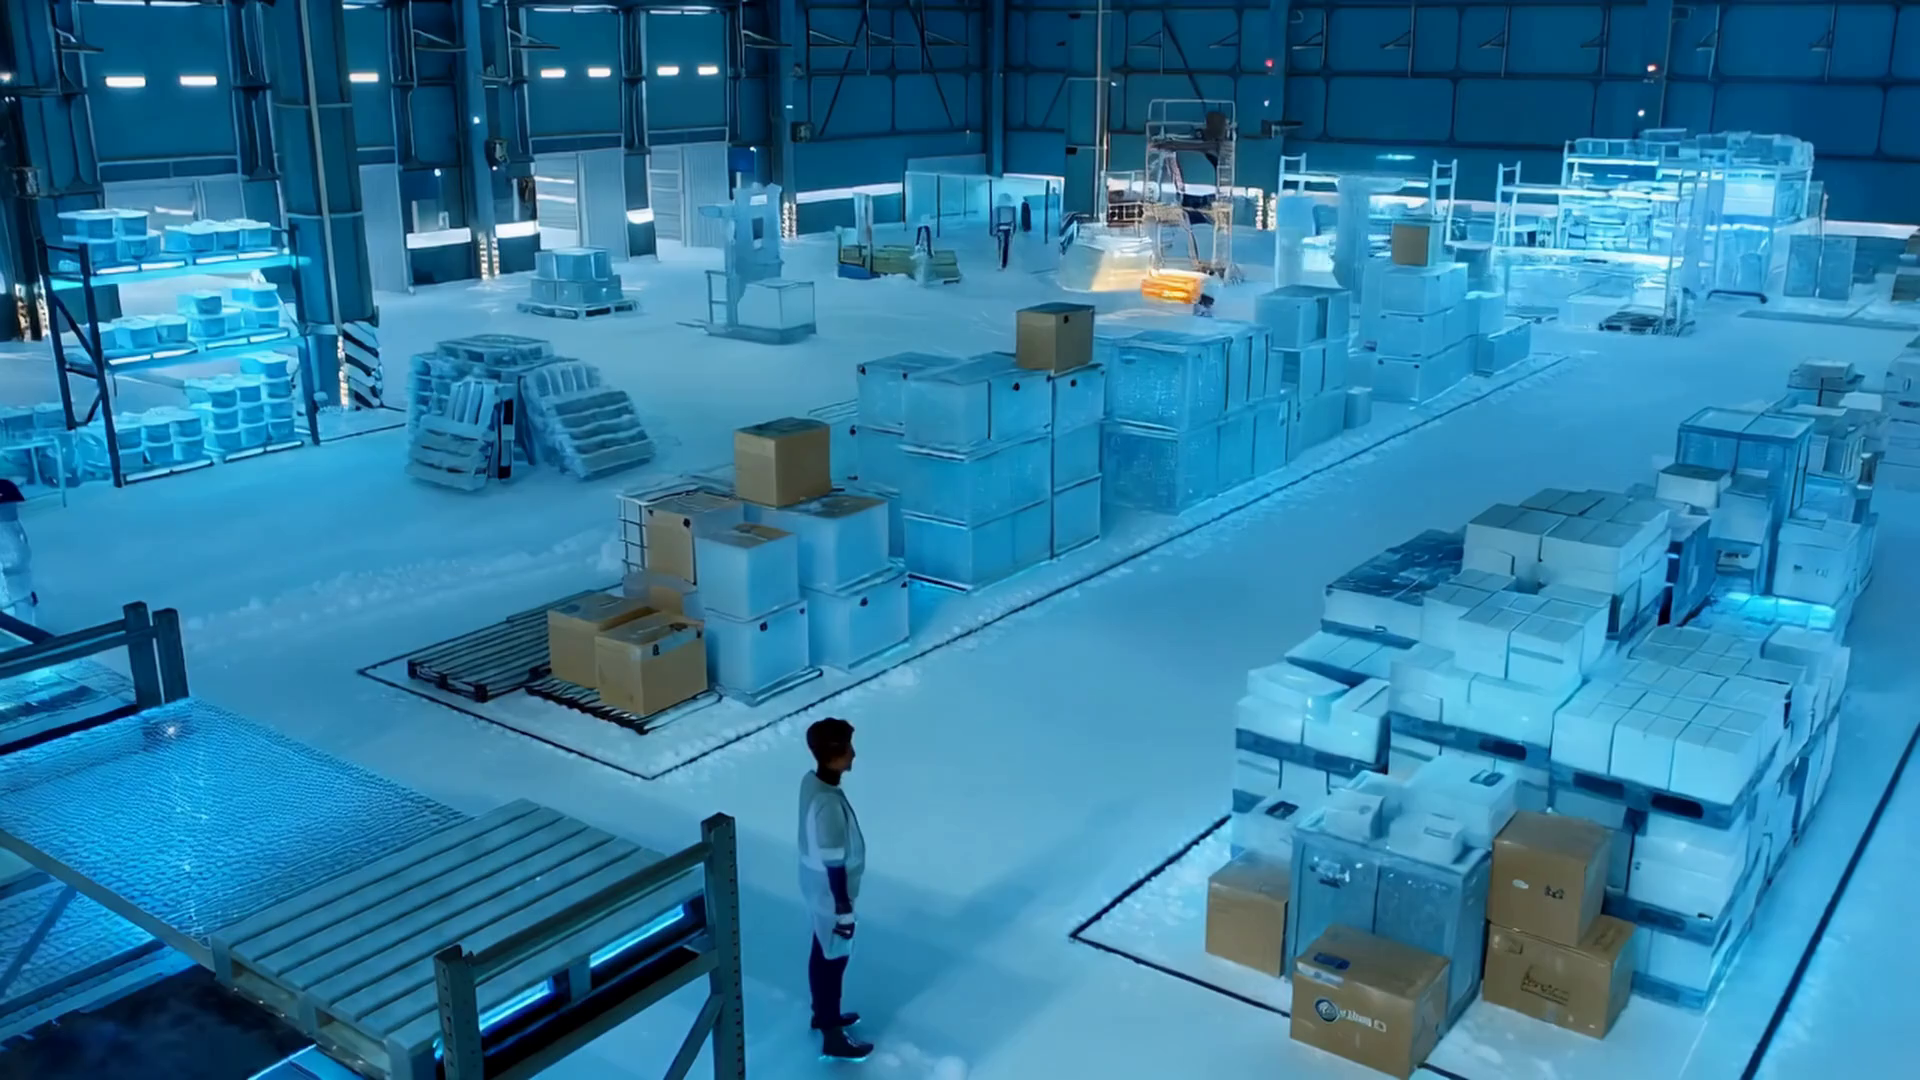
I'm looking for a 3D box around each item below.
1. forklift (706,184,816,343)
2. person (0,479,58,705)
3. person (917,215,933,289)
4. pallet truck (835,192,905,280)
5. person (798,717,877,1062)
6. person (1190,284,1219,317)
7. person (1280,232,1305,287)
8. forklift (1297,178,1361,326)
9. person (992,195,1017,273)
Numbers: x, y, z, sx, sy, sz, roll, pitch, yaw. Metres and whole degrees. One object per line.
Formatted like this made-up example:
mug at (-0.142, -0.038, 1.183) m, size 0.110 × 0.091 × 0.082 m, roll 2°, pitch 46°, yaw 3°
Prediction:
forklift at (-3.715, -5.181, 30.929) m, size 1.873 × 2.768 × 1.129 m, roll 12°, pitch 21°, yaw 35°
person at (-7.935, 0.427, 13.982) m, size 0.372 × 1.928 × 0.584 m, roll -3°, pitch 17°, yaw -10°
person at (-0.794, -6.448, 37.236) m, size 0.312 × 1.639 × 0.520 m, roll -8°, pitch 19°, yaw -25°
pallet truck at (-1.936, -7.159, 38.982) m, size 1.885 × 1.965 × 0.823 m, roll -12°, pitch 21°, yaw -34°
person at (-0.690, 1.890, 9.071) m, size 0.367 × 1.966 × 0.606 m, roll -5°, pitch 17°, yaw -15°
person at (3.616, -2.882, 24.967) m, size 0.507 × 1.908 × 0.593 m, roll -6°, pitch 18°, yaw -18°
person at (6.366, -4.878, 31.578) m, size 0.679 × 1.915 × 0.636 m, roll 7°, pitch 18°, yaw 21°
forklift at (7.463, -5.595, 32.302) m, size 1.873 × 2.768 × 1.129 m, roll 5°, pitch 18°, yaw 17°
person at (1.054, -7.336, 39.881) m, size 0.586 × 1.835 × 1.023 m, roll 1°, pitch 17°, yaw 3°
